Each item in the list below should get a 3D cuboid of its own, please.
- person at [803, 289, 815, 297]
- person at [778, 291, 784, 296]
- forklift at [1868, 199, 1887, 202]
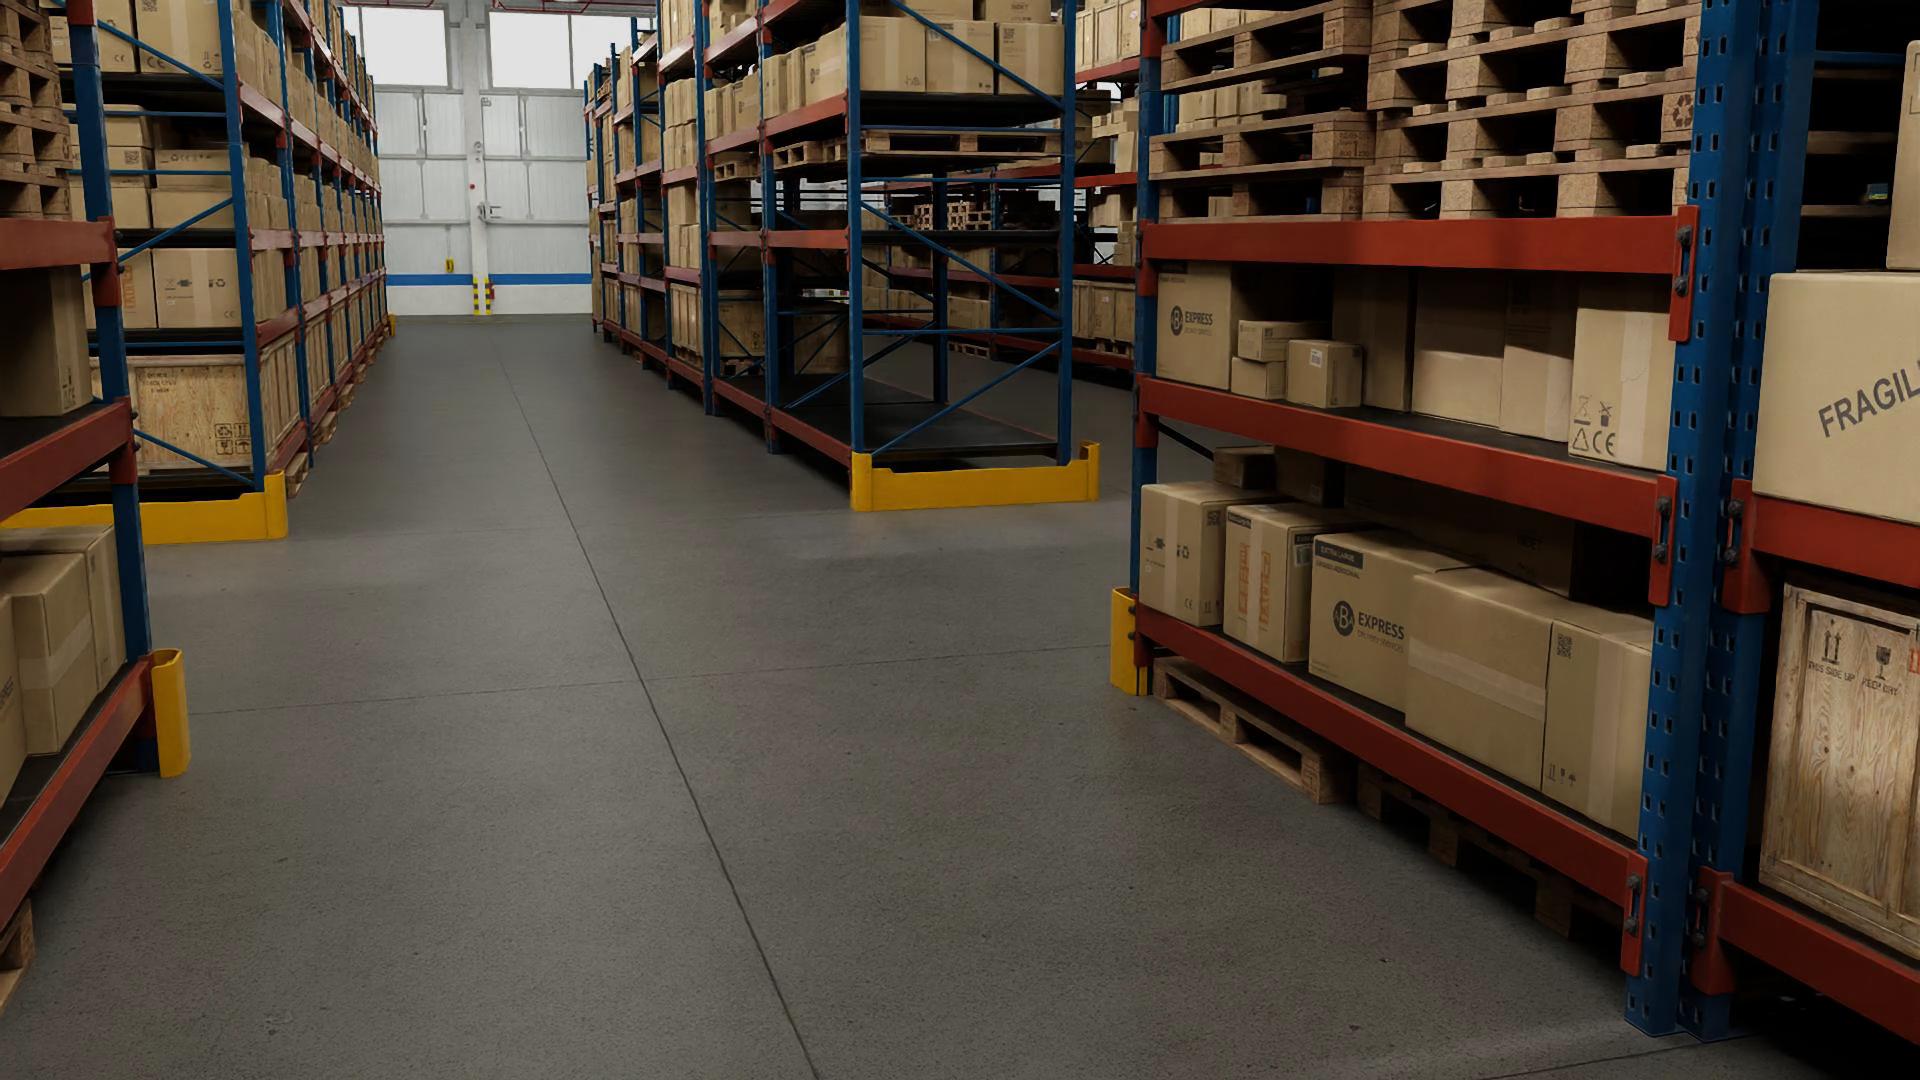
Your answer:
[{"bbox_3d":[-3.386,-5.115,35.667,0.607,1.948,0.389,5,12,26],"label":"person"},{"bbox_3d":[-3.575,-4.493,32.946,0.403,1.700,0.576,-4,11,-22],"label":"person"},{"bbox_3d":[11.338,-2.915,21.052,1.129,2.768,1.873,-3,11,-17],"label":"forklift"}]
